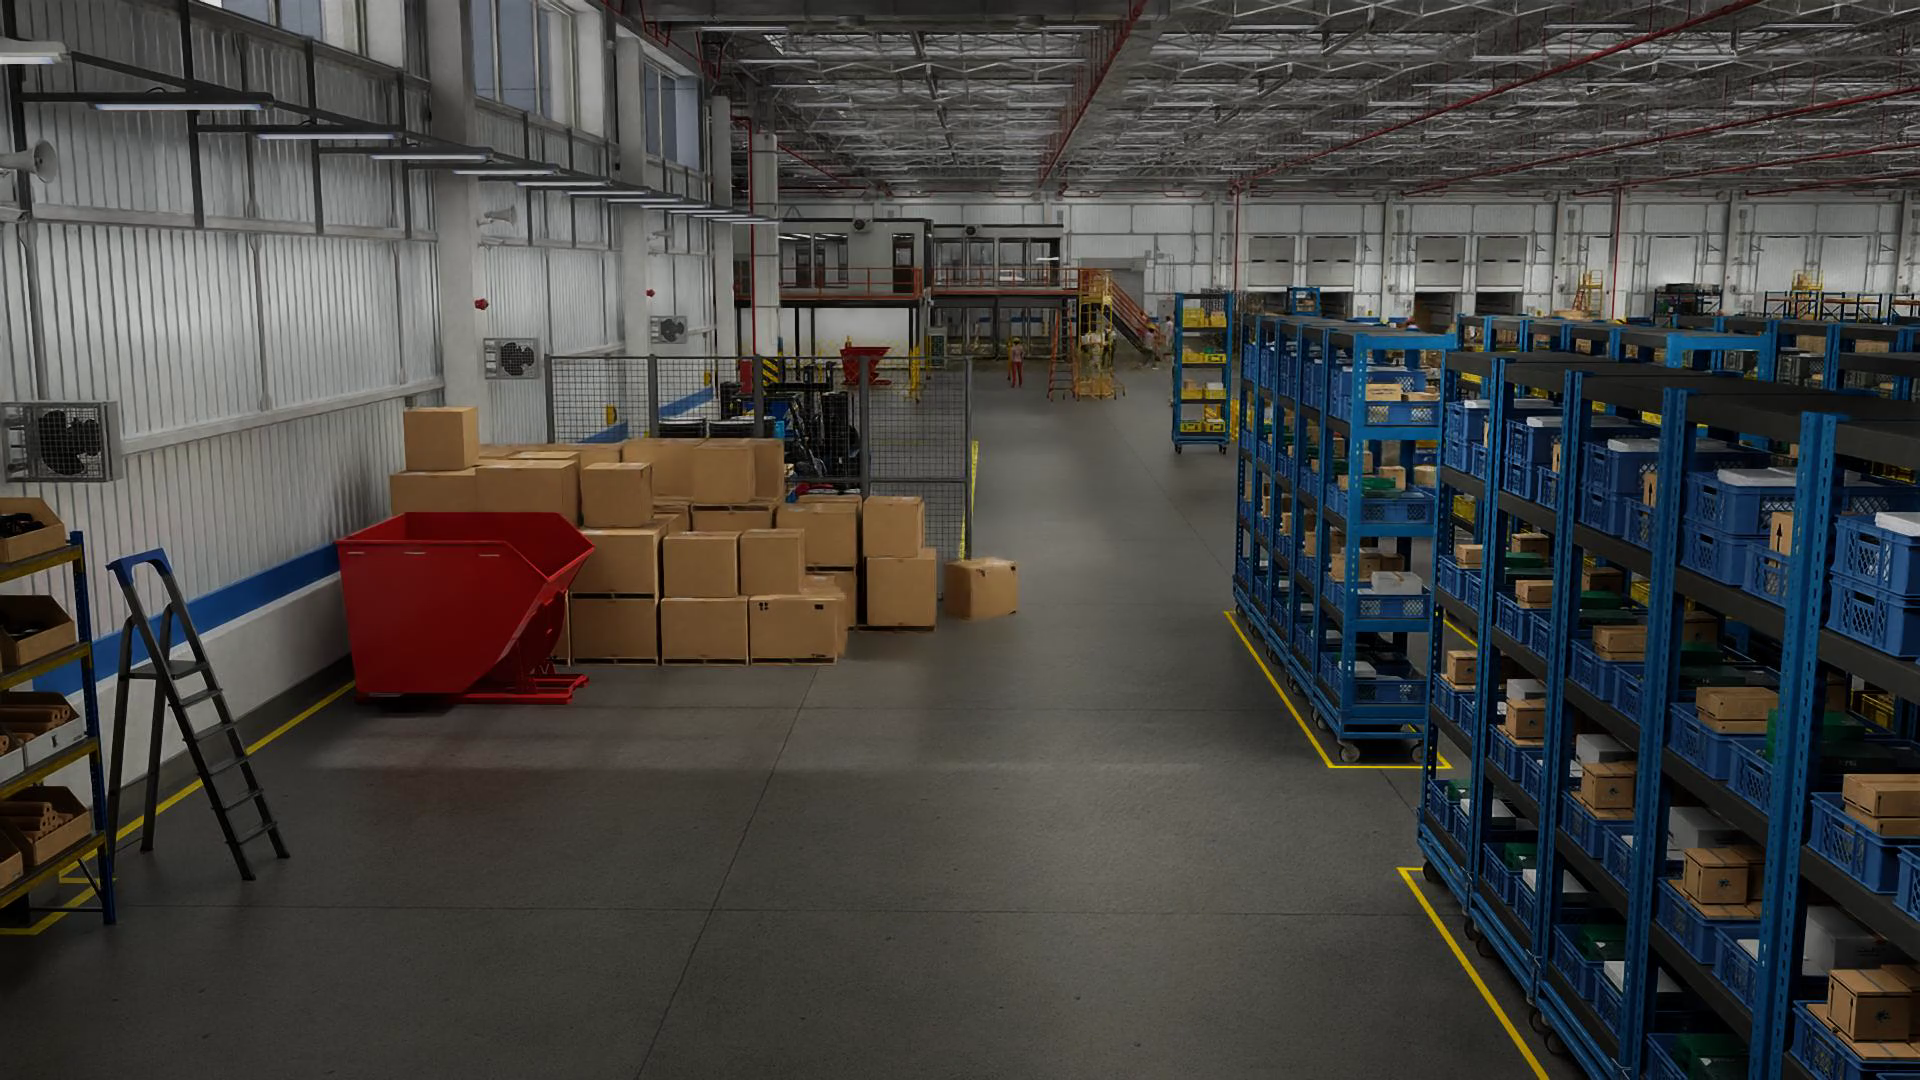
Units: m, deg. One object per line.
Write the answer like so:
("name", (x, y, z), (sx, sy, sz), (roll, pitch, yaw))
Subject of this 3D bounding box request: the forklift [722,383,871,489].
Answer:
("forklift", (-2.893, -1.687, 28.729), (2.680, 1.987, 1.157), (0, 9, -1))

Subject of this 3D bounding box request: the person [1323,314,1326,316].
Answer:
("person", (20.406, -11.814, 93.202), (0.535, 1.668, 0.822), (-1, 9, -6))

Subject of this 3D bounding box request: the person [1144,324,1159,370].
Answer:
("person", (7.968, -8.014, 69.029), (0.569, 1.893, 0.626), (2, 9, 12))

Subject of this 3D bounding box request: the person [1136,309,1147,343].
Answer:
("person", (9.895, -11.581, 90.729), (0.608, 1.995, 0.377), (1, 9, 5))

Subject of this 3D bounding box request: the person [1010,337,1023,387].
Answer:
("person", (1.988, -6.267, 58.679), (0.519, 1.757, 0.337), (-5, 11, -29))

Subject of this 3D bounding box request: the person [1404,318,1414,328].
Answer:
("person", (20.190, -8.974, 74.707), (0.751, 1.968, 1.013), (-8, 12, -40))

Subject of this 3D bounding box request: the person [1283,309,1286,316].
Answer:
("person", (18.716, -12.405, 96.107), (0.899, 1.906, 0.546), (3, 10, 20))

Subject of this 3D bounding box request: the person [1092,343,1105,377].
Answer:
("person", (4.878, -6.140, 57.543), (0.772, 1.859, 0.594), (0, 9, 1))

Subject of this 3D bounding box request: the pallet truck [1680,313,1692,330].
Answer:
("pallet truck", (36.315, -10.531, 84.244), (0.823, 1.965, 1.885), (-6, 11, -33))

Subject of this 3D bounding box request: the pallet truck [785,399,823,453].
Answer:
("pallet truck", (-3.814, -2.432, 36.419), (1.630, 1.274, 0.653), (0, 9, 1))

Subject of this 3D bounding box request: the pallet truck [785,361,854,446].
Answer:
("pallet truck", (-3.410, -3.193, 38.978), (1.885, 1.965, 0.823), (0, 9, -1))

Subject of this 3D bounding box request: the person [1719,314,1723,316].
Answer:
("person", (40.018, -10.981, 87.534), (0.670, 1.811, 1.037), (2, 9, 12))

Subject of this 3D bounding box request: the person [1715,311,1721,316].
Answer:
("person", (40.307, -11.209, 88.496), (0.634, 1.971, 0.481), (-8, 12, -40))

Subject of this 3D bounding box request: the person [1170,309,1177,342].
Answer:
("person", (12.213, -12.186, 94.799), (0.509, 1.885, 0.607), (-8, 12, -41))

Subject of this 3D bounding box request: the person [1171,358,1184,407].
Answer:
("person", (6.542, -4.877, 49.812), (0.508, 1.850, 0.551), (3, 10, 17))

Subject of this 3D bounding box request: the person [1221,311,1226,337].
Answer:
("person", (15.349, -12.300, 95.765), (0.650, 1.795, 0.928), (-6, 11, -33))

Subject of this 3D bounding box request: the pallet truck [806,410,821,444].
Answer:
("pallet truck", (-3.559, -2.018, 33.905), (1.522, 1.261, 0.704), (0, 9, -1))

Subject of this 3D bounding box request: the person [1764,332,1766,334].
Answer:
("person", (39.064, -9.810, 80.273), (0.429, 1.844, 0.627), (1, 9, 7))

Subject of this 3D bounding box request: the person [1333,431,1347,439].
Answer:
("person", (5.137, -0.541, 22.628), (0.608, 1.995, 0.377), (7, 11, 35))

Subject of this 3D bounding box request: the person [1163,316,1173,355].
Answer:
("person", (10.105, -9.907, 80.641), (0.402, 1.935, 0.648), (5, 10, 28))

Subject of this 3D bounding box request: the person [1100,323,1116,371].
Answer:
("person", (6.070, -7.929, 68.054), (0.754, 2.000, 0.562), (7, 11, 36))

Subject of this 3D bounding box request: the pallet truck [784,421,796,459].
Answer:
("pallet truck", (-4.013, -1.793, 32.705), (1.601, 1.201, 0.680), (0, 9, 1))

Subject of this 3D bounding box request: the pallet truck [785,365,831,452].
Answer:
("pallet truck", (-3.774, -2.976, 37.635), (1.885, 1.965, 0.823), (1, 9, 5))

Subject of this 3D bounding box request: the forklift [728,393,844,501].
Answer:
("forklift", (-2.979, -1.316, 26.476), (2.680, 1.987, 1.157), (0, 9, 1))
